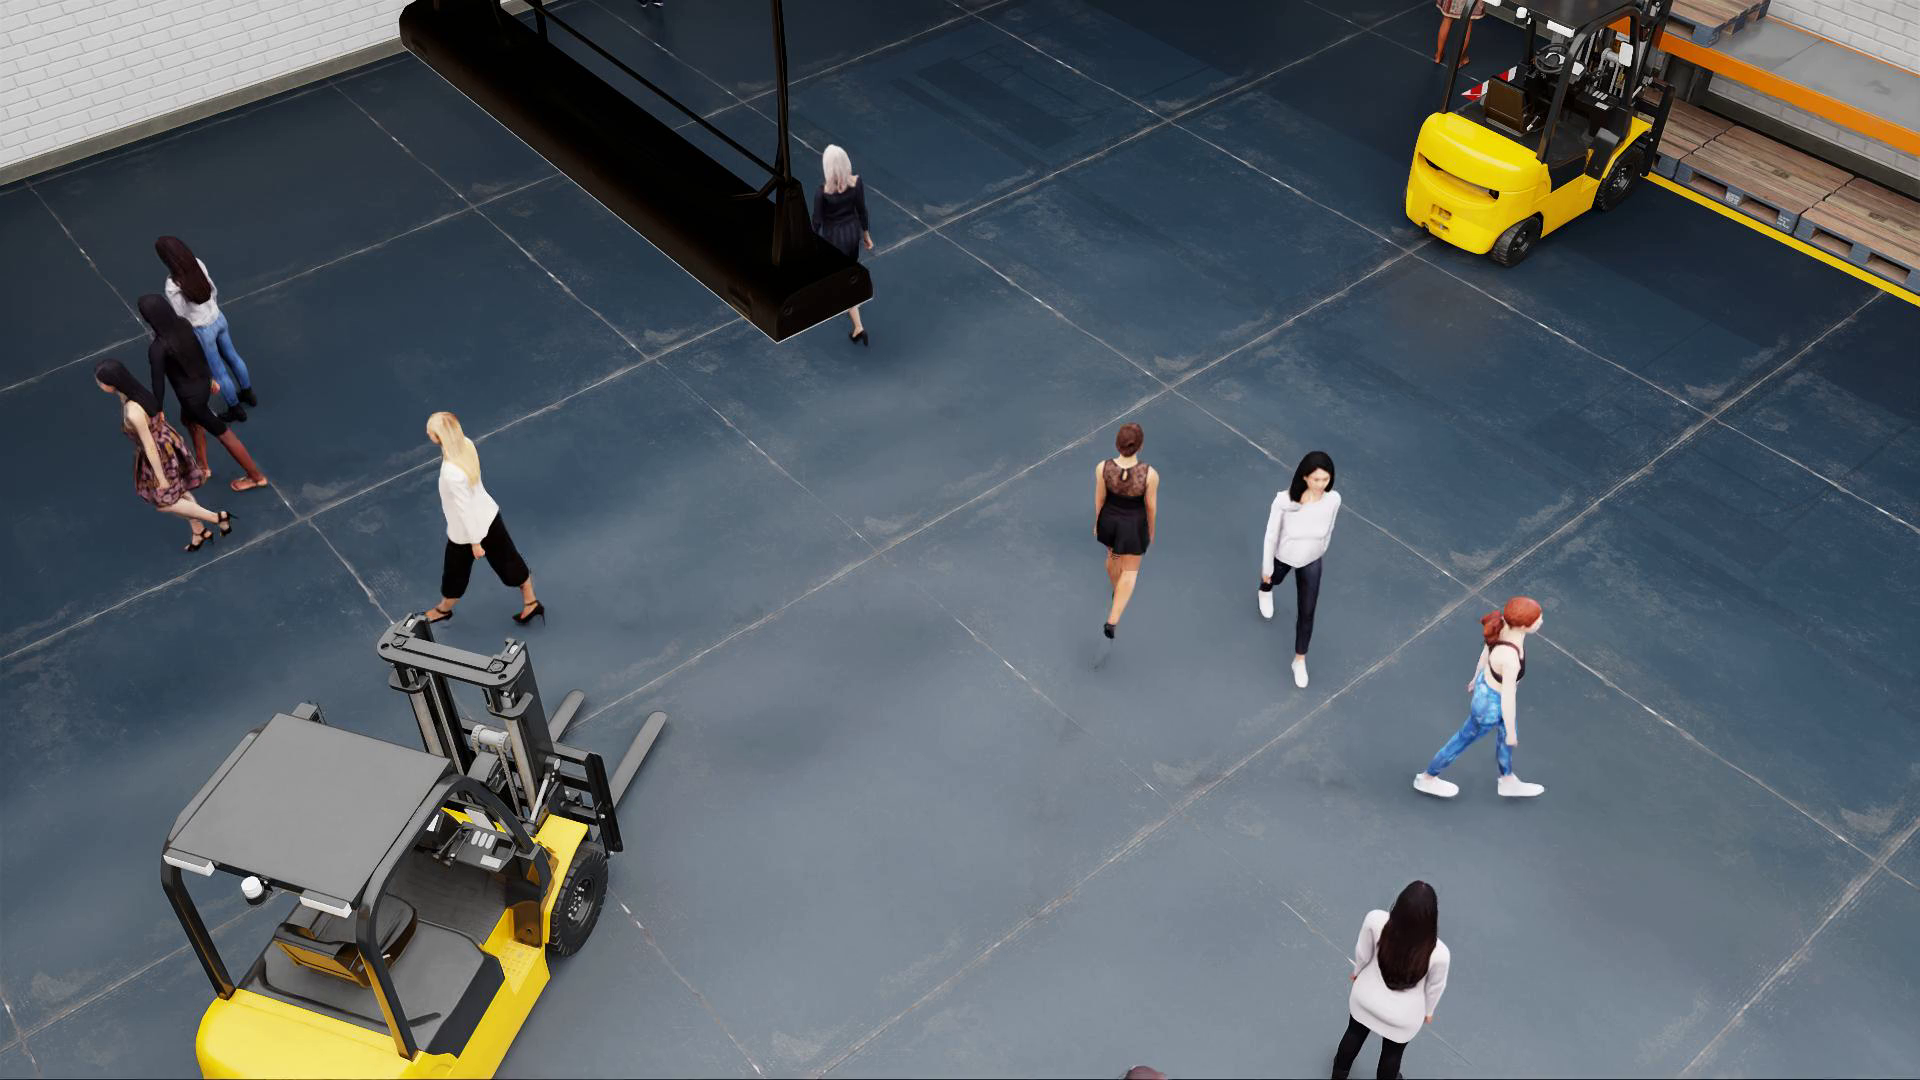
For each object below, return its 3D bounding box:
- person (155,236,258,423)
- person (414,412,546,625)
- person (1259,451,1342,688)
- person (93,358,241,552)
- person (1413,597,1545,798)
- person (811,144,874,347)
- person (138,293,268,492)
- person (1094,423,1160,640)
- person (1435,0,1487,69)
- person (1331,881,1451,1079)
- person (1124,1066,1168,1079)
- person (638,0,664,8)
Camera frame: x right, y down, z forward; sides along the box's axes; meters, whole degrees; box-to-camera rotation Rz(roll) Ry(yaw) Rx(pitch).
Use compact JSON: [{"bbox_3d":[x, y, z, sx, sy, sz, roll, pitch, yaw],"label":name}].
[{"bbox_3d":[-5.679,-1.601,12.552,0.705,1.632,0.674,9,44,9],"label":"person"},{"bbox_3d":[-3.058,-0.080,10.817,1.132,1.823,1.112,0,44,0],"label":"person"},{"bbox_3d":[2.150,0.049,10.801,1.067,1.657,1.203,-2,44,-2],"label":"person"},{"bbox_3d":[-5.368,-0.545,11.348,0.867,1.764,0.827,-8,44,-8],"label":"person"},{"bbox_3d":[3.007,0.971,9.764,1.069,1.754,0.974,6,44,7],"label":"person"},{"bbox_3d":[-0.893,-2.301,13.223,0.650,1.719,0.981,-27,50,-25],"label":"person"},{"bbox_3d":[-5.389,-1.033,11.914,1.029,1.690,0.982,-2,44,-2],"label":"person"},{"bbox_3d":[1.044,-0.048,10.906,1.002,1.653,0.944,13,45,13],"label":"person"},{"bbox_3d":[5.073,-5.559,16.697,0.604,1.645,0.776,21,47,20],"label":"person"},{"bbox_3d":[2.143,2.290,8.339,0.570,1.808,0.725,24,49,23],"label":"person"},{"bbox_3d":[0.761,2.925,7.684,0.728,1.793,0.694,7,44,7],"label":"person"},{"bbox_3d":[-3.402,-6.290,17.741,0.590,1.262,0.658,-12,45,-12],"label":"person"}]
